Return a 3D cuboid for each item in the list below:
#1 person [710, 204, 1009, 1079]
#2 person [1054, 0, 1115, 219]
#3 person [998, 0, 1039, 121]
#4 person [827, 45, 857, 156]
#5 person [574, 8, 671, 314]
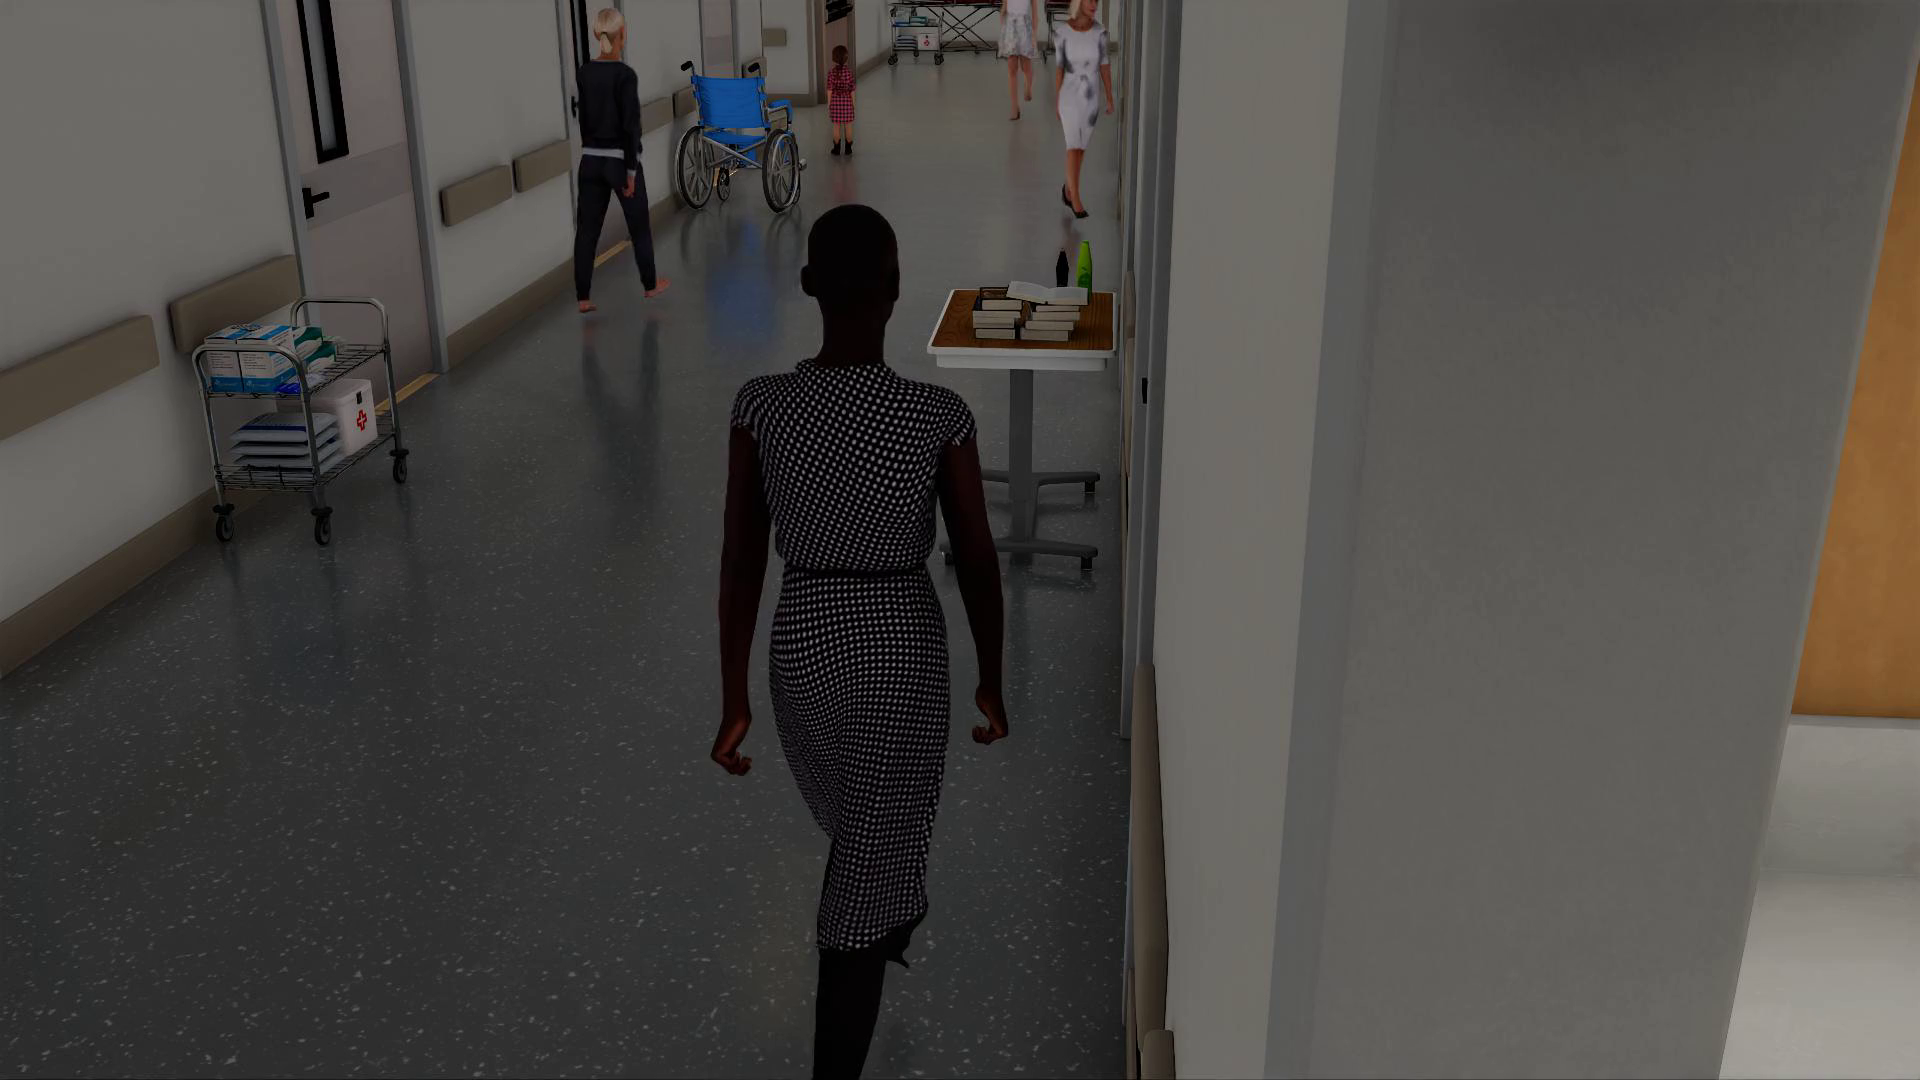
[{"bbox_3d":[-0.194,0.361,2.878,0.743,1.738,1.206,4,21,11],"label":"person"},{"bbox_3d":[0.889,-3.333,12.685,0.858,1.699,1.111,-7,22,-17],"label":"person"},{"bbox_3d":[0.671,-5.615,18.624,0.714,1.760,0.963,6,22,15],"label":"person"},{"bbox_3d":[-1.152,-4.239,16.034,0.478,1.021,0.499,-4,21,-11],"label":"person"},{"bbox_3d":[-2.033,-2.104,9.471,0.815,1.678,1.173,7,22,17],"label":"person"}]
